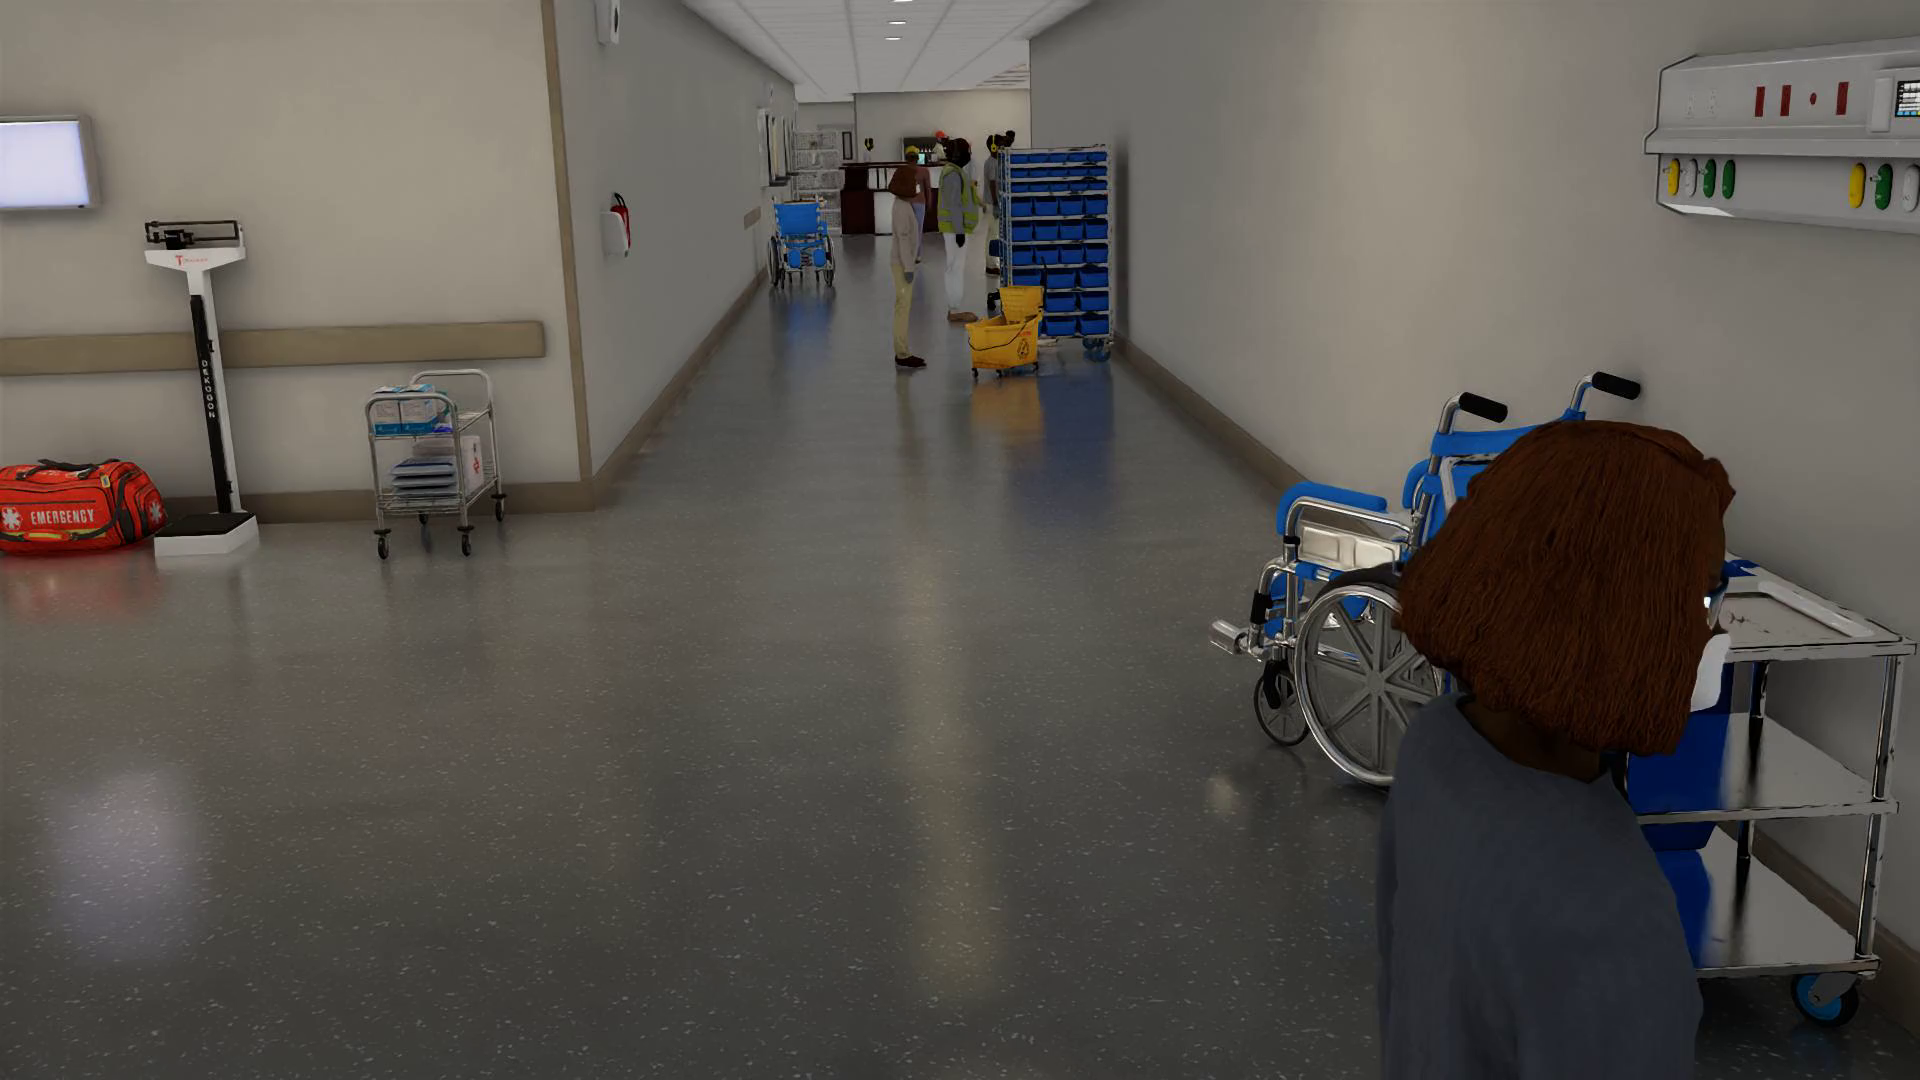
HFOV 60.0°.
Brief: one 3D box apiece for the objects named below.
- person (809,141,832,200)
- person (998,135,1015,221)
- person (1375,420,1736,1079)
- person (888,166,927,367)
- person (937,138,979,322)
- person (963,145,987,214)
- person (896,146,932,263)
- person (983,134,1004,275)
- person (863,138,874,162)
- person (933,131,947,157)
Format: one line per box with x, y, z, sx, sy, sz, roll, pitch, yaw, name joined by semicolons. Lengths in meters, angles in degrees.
-4.326;-11.356;51.187;0.883;1.850;0.626;-10;16;-30;person
0.997;-7.952;36.567;0.430;1.845;0.622;-2;14;-1;person
0.504;0.700;1.499;0.285;1.632;0.499;-2;14;-1;person
-0.439;-2.246;13.715;0.285;1.634;0.499;-2;14;-1;person
-0.011;-3.151;16.954;0.430;1.845;0.622;-2;14;-1;person
0.313;-8.710;40.048;0.812;1.712;0.598;3;14;17;person
-0.681;-5.094;25.253;0.530;1.727;0.846;0;14;8;person
0.477;-4.530;22.510;0.334;1.869;0.521;-2;14;-1;person
-2.305;-9.310;42.473;0.334;1.873;0.521;-2;14;-1;person
-0.489;-9.202;41.554;0.387;1.996;0.611;-2;14;-1;person
